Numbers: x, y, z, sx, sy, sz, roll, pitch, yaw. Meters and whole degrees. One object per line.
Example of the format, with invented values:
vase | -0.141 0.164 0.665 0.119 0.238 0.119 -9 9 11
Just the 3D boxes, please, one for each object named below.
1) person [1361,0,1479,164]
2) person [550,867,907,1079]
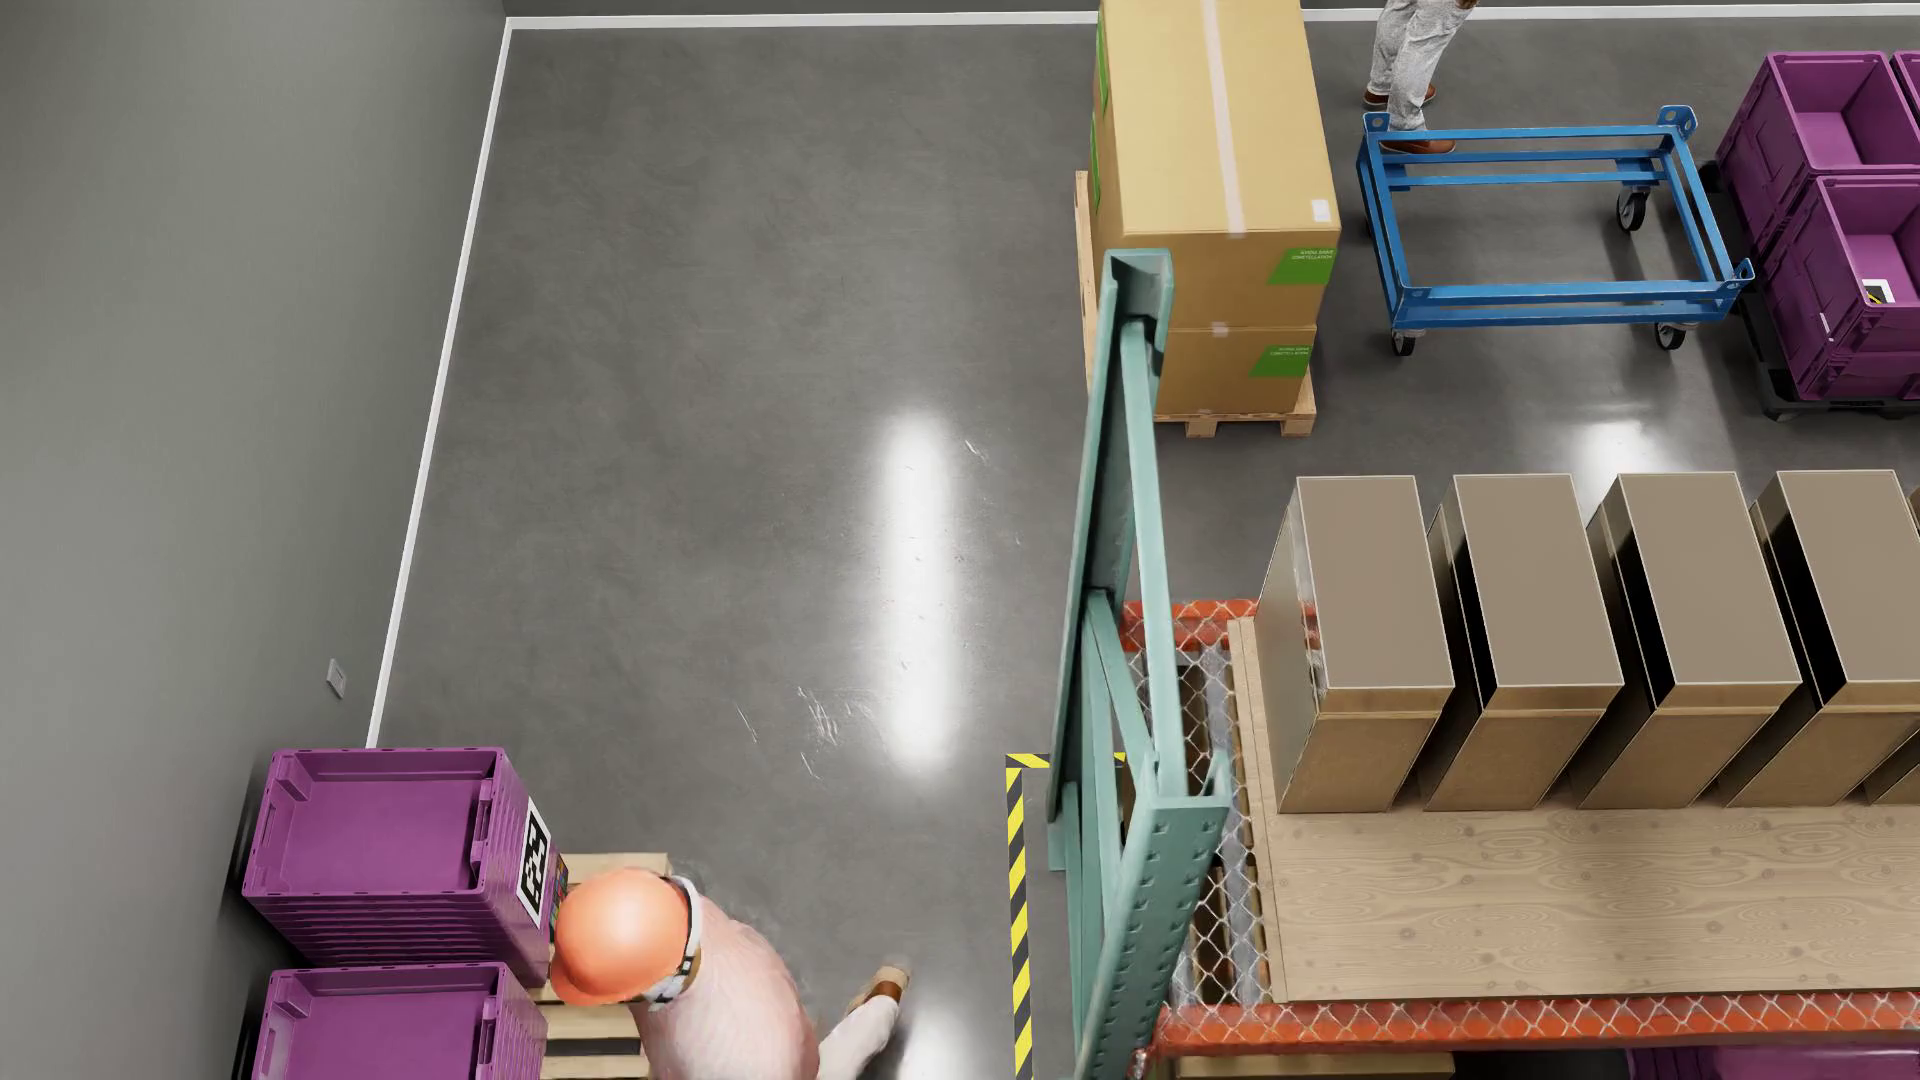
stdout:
person | 1.820 -2.242 6.078 0.373 1.940 0.628 -3 58 -2
person | -0.469 1.132 3.948 0.631 1.947 0.833 37 65 21
